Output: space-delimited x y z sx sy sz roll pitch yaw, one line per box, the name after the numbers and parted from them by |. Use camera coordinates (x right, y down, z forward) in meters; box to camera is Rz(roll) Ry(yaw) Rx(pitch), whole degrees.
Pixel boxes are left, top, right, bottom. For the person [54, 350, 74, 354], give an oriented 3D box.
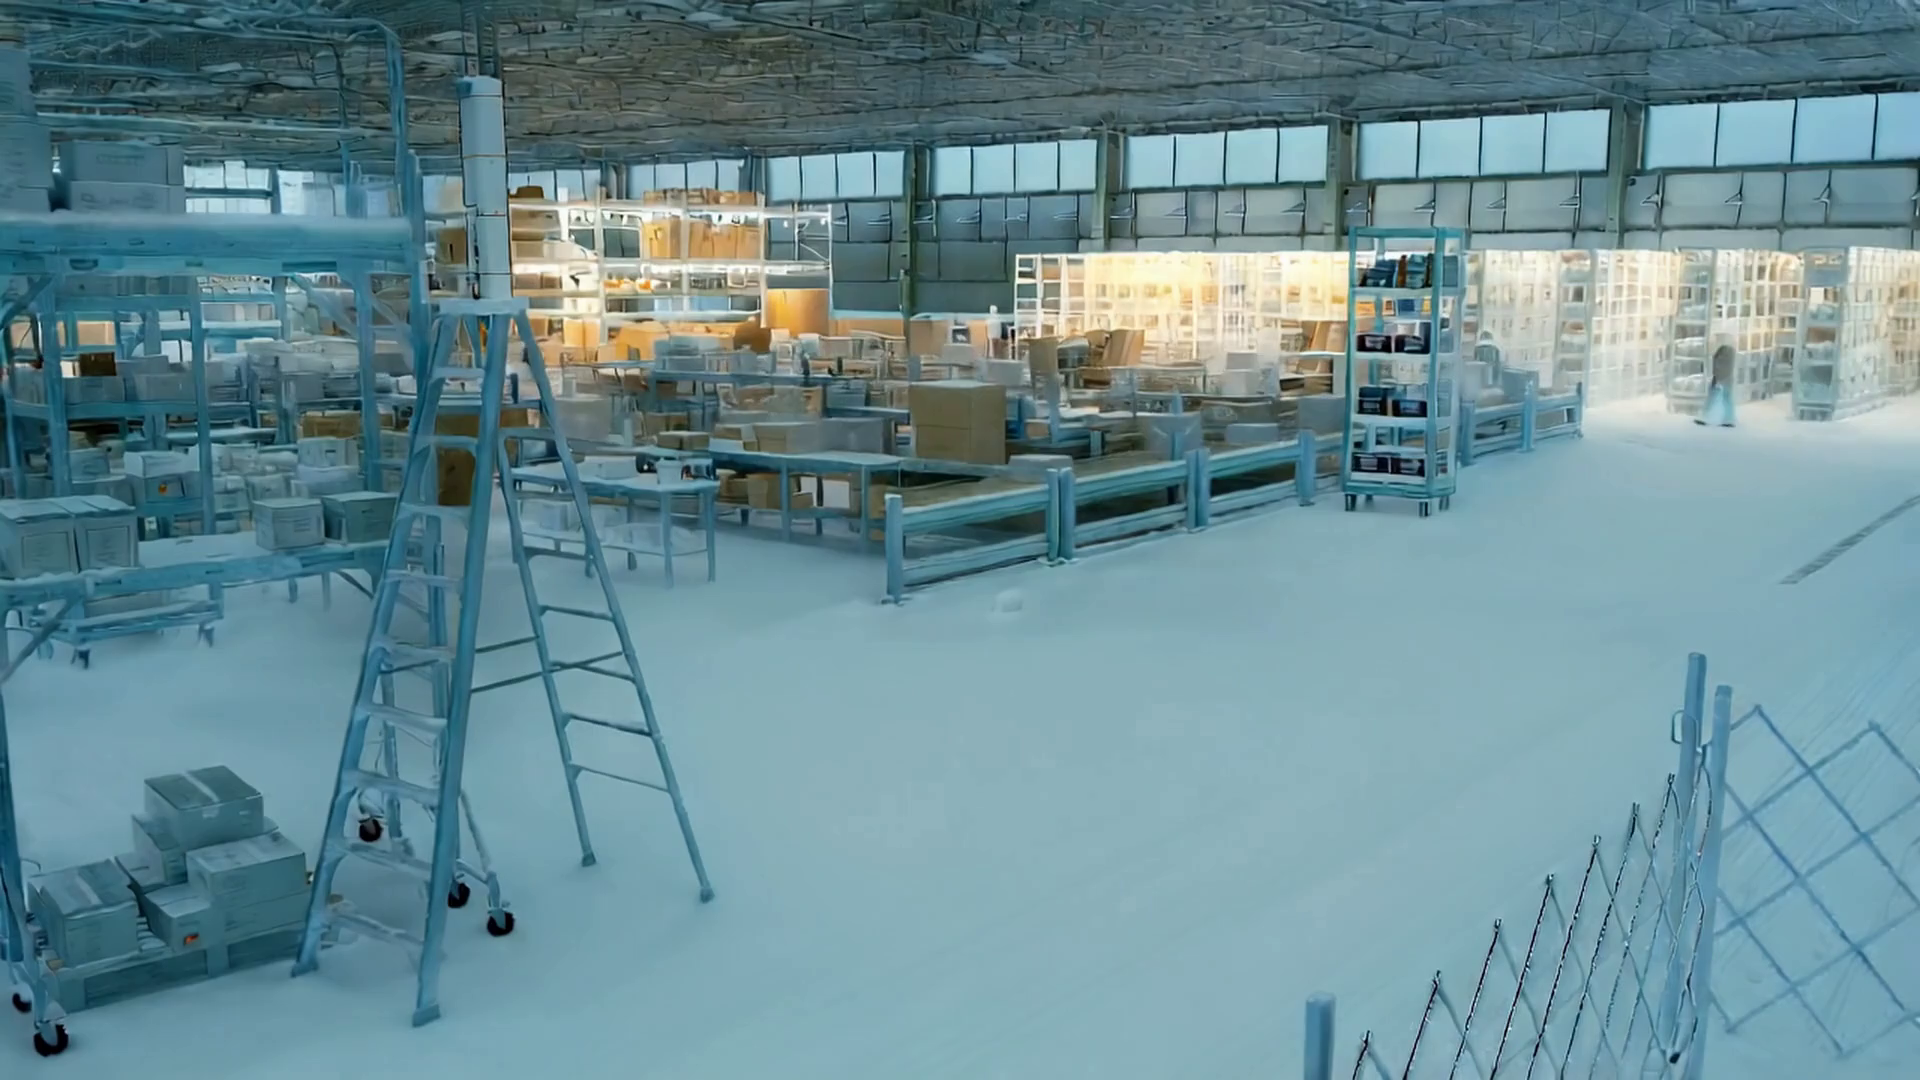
-32.763 -7.623 60.713 0.558 1.890 0.977 4 10 26 | person

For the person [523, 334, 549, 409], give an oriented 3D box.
-9.556 -3.816 37.624 0.540 1.657 0.828 3 9 16 | person

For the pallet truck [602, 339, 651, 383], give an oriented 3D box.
-8.991 -4.871 45.351 0.653 1.274 1.630 7 11 37 | pallet truck

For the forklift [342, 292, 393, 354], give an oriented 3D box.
-16.485 -5.622 45.120 1.129 2.768 1.873 7 11 37 | forklift

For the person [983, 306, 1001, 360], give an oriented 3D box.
1.062 -6.637 54.209 0.622 1.992 0.393 5 10 28 | person

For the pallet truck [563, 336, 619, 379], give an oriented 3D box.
-10.690 -5.294 48.215 1.601 1.201 0.680 -5 10 -26 | pallet truck

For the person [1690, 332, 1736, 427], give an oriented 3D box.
15.075 -3.202 33.163 0.645 1.866 0.929 -6 11 -33 | person

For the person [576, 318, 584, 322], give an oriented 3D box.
-14.435 -8.111 63.908 0.619 1.838 0.430 -1 9 -8 | person

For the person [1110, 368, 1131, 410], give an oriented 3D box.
2.934 -2.683 30.242 0.319 1.767 0.534 -6 11 -32 | person

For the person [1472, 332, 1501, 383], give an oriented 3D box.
11.352 -3.604 35.945 0.596 1.792 0.922 -2 9 -14 | person

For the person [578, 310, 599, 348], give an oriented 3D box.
-11.307 -6.034 50.668 0.624 1.931 0.377 -1 9 -7 | person
